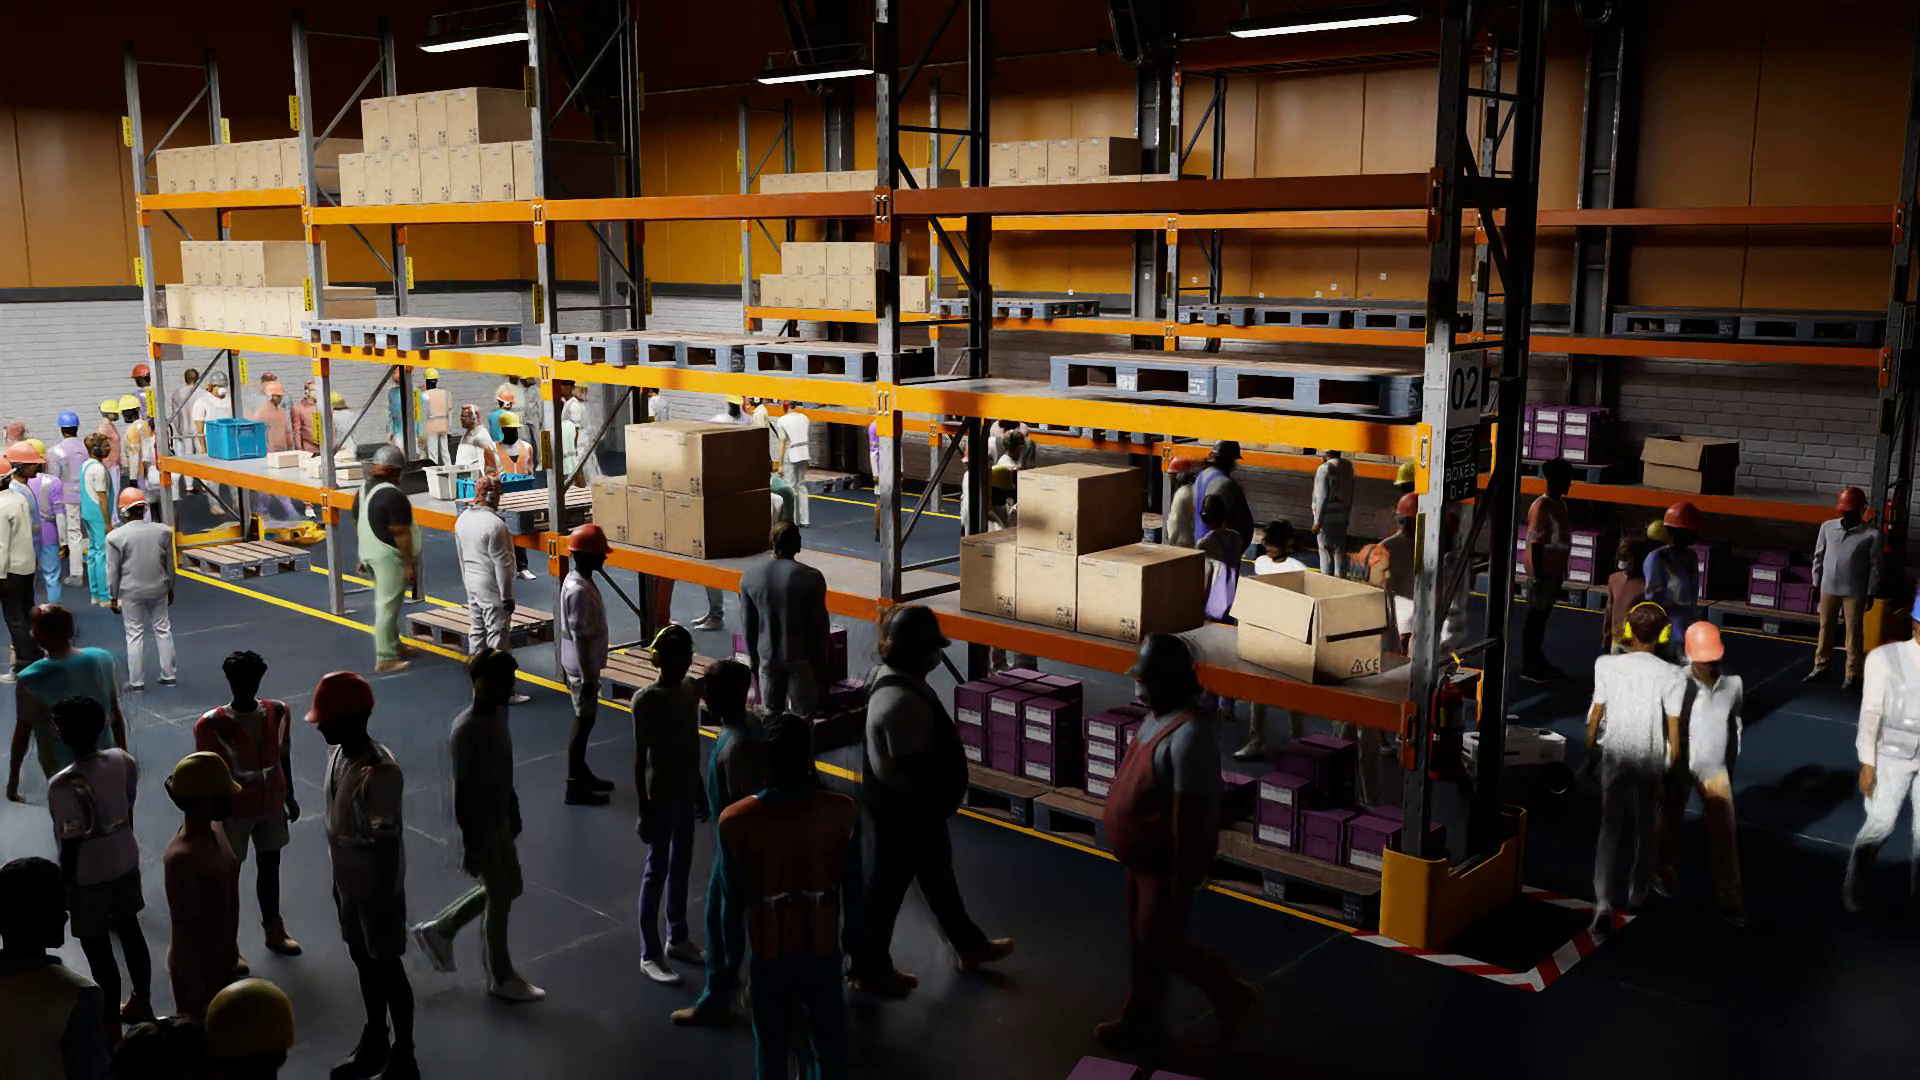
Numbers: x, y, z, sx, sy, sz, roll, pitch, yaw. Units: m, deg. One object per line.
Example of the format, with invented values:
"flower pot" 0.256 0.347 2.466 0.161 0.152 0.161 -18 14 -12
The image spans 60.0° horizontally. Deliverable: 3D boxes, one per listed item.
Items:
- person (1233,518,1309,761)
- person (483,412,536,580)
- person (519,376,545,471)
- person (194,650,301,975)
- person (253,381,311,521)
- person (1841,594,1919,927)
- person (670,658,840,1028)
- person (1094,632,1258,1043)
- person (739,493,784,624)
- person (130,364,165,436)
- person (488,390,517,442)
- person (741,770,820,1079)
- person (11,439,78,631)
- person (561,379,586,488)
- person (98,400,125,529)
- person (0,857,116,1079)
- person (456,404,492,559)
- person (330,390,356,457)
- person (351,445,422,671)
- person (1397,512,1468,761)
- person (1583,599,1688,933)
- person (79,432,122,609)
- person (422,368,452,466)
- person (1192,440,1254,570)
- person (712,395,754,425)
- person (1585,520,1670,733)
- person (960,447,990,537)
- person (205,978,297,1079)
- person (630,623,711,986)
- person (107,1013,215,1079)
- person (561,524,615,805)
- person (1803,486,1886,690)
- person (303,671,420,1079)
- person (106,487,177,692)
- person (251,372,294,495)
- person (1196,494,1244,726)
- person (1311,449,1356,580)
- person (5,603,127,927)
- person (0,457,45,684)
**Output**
"person" 2.318 0.740 12.086 0.389 1.848 0.551 -8 13 -39
"person" -5.056 -0.486 18.748 0.590 1.930 0.358 -9 13 -40
"person" -7.255 -2.020 27.994 0.490 1.732 0.324 3 10 14
"person" -3.729 1.401 8.737 0.322 1.697 0.532 8 13 38
"person" -9.198 -1.171 22.541 0.954 1.949 0.633 2 10 9
"person" 5.261 1.208 9.208 0.623 1.957 0.505 1 10 5
"person" -1.006 1.459 8.074 0.749 1.829 0.523 0 10 -2
"person" 0.991 1.403 7.760 0.658 2.000 0.700 -1 10 -7
"person" -1.847 0.216 15.020 0.564 1.846 0.391 -5 11 -26
"person" -12.075 -1.593 24.738 0.418 2.035 0.603 2 10 12
"person" -6.481 -1.275 23.753 0.575 1.740 0.349 8 13 39
"person" -0.752 1.730 7.077 0.350 1.617 0.504 -4 11 -21
"person" -8.932 -0.018 16.111 0.589 1.927 0.388 -1 10 -3
"person" -5.556 -1.391 23.810 0.382 1.960 0.607 -4 11 -21
"person" -11.236 -0.984 22.064 0.334 1.760 0.522 -3 10 -14
"person" -2.859 1.919 5.188 0.592 1.919 0.389 3 10 15
"person" -5.802 -0.668 19.848 0.407 1.908 0.641 -7 12 -34
"person" -8.880 -1.298 23.931 0.434 1.722 0.523 8 13 36
"person" -5.119 0.125 14.984 0.697 2.000 0.536 9 14 42
"person" 3.459 0.717 12.095 0.428 1.879 0.602 4 11 24
"person" 3.724 1.246 9.235 0.514 1.838 0.889 5 11 24
"person" -8.992 -0.205 17.401 0.348 1.846 0.506 -10 14 -43
"person" -8.032 -1.666 25.431 0.366 1.927 0.585 8 13 37
"person" 2.476 0.021 15.570 0.537 2.000 0.678 -3 10 -16
"person" -3.018 -1.084 22.209 0.586 1.908 0.484 -6 12 -29
"person" 5.270 0.695 12.682 0.937 1.703 0.537 6 12 32
"person" 0.181 -0.154 17.397 0.338 1.743 0.560 -8 13 -39
"person" -1.769 2.082 4.329 0.498 1.902 0.585 7 12 34
"person" -1.479 1.341 8.605 0.319 1.865 0.521 6 12 30
"person" -2.001 2.106 4.347 0.634 1.841 0.429 6 12 32
"person" -2.517 0.838 11.299 0.395 1.925 0.543 -2 10 -9
"person" 7.574 0.399 14.256 0.330 1.748 0.560 -8 13 -39
"person" -2.674 1.520 7.418 0.387 1.930 0.544 -10 14 -44
"person" -6.974 0.417 14.170 0.350 1.744 0.566 9 13 42
"person" -10.369 -1.587 25.080 0.646 1.900 0.400 1 10 4
"person" 2.012 0.550 13.154 0.506 1.839 0.343 -9 13 -41
"person" 3.945 -0.250 17.700 0.599 1.827 0.404 -9 14 -42
"person" -5.052 1.242 9.305 0.911 1.804 0.584 4 11 23
"person" -8.247 0.252 14.433 0.410 1.986 0.615 -2 10 -10
